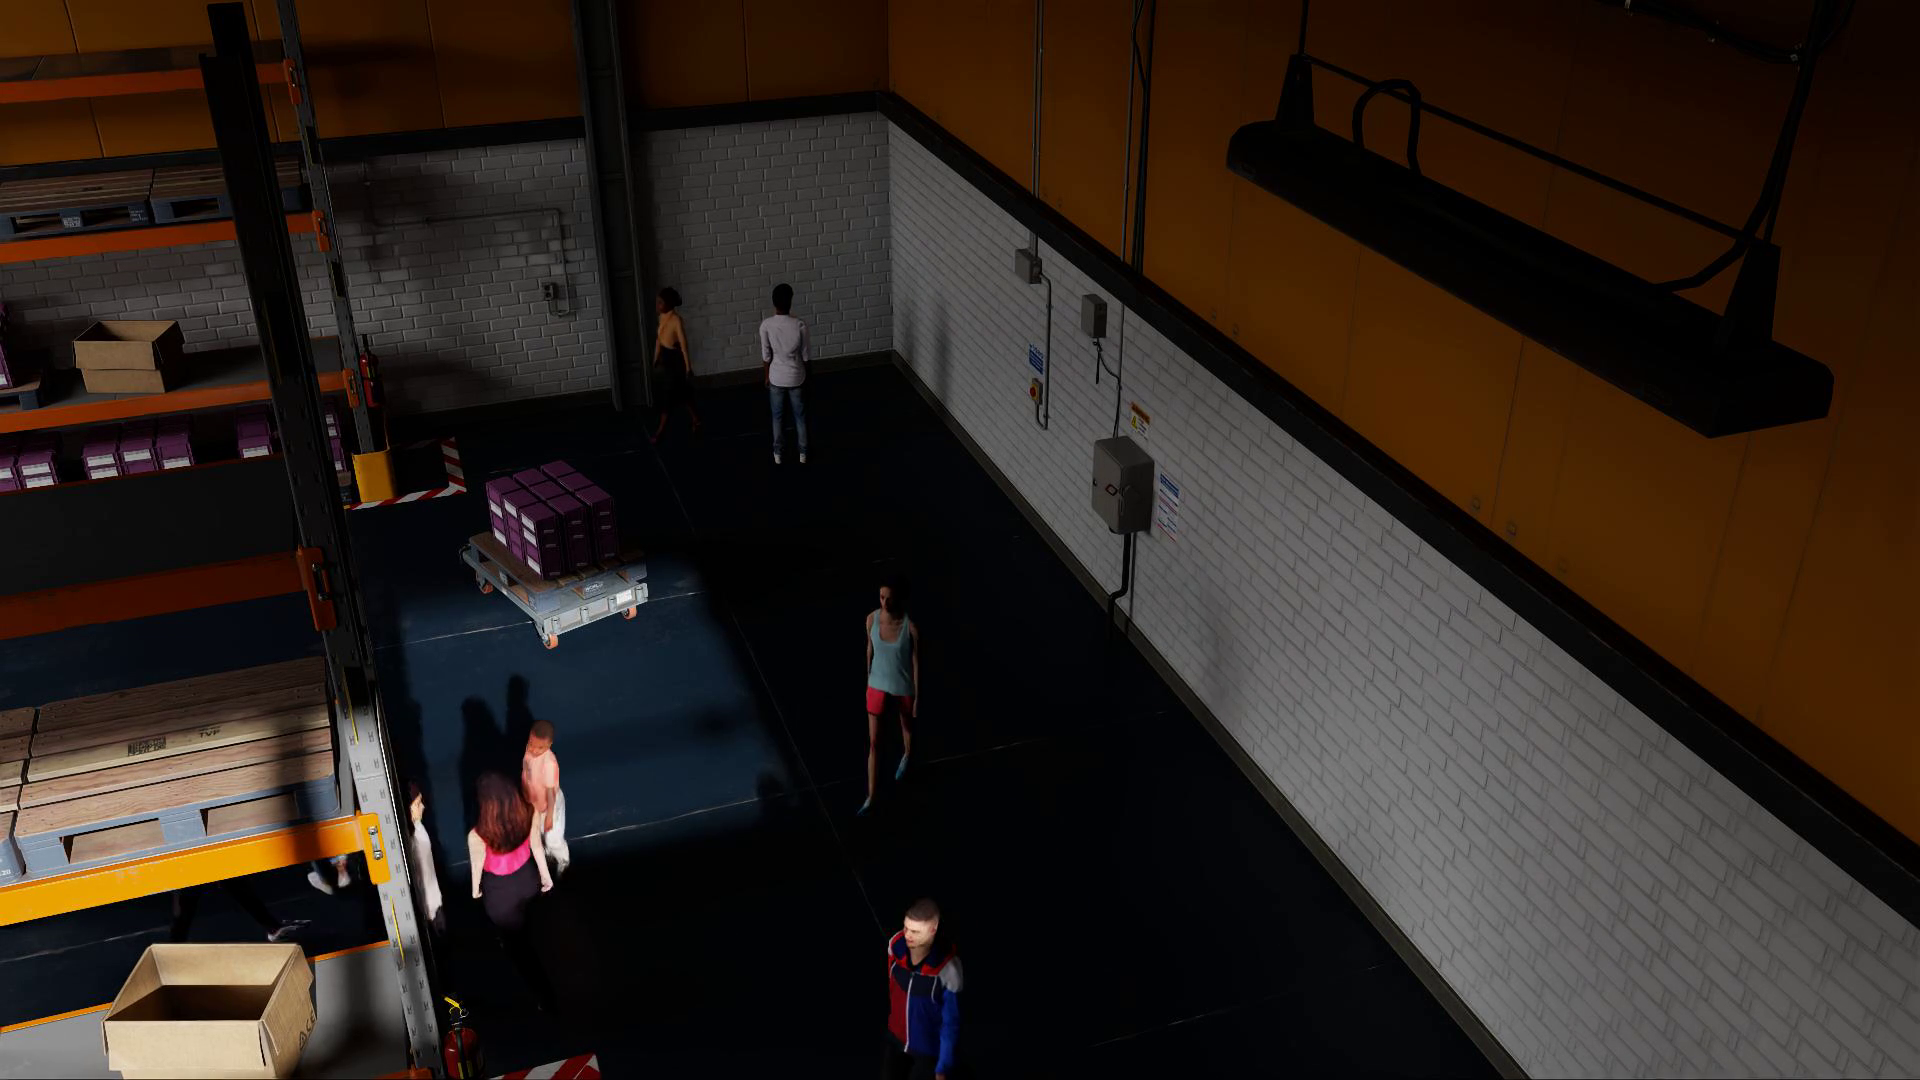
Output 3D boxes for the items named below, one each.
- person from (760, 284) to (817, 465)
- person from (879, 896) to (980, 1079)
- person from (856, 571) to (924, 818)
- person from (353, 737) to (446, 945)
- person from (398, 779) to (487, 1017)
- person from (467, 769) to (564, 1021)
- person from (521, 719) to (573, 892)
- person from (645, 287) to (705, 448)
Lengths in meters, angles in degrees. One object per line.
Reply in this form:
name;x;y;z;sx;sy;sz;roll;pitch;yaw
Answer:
person;-1.682;-1.614;16.197;0.650;1.816;0.781;1;29;2
person;-0.121;2.541;8.686;1.077;1.714;1.251;20;34;32
person;-0.418;0.999;11.503;1.139;1.724;1.109;8;30;14
person;-3.499;1.672;10.256;1.154;1.736;1.018;3;29;5
person;-3.184;2.104;9.499;0.984;1.703;0.779;-2;29;-3
person;-2.565;2.071;9.644;0.993;1.622;1.101;25;37;38
person;-2.672;1.662;10.740;0.558;1.291;0.683;-12;31;-21
person;-2.766;-1.745;16.633;1.002;1.628;0.772;-19;34;-31
